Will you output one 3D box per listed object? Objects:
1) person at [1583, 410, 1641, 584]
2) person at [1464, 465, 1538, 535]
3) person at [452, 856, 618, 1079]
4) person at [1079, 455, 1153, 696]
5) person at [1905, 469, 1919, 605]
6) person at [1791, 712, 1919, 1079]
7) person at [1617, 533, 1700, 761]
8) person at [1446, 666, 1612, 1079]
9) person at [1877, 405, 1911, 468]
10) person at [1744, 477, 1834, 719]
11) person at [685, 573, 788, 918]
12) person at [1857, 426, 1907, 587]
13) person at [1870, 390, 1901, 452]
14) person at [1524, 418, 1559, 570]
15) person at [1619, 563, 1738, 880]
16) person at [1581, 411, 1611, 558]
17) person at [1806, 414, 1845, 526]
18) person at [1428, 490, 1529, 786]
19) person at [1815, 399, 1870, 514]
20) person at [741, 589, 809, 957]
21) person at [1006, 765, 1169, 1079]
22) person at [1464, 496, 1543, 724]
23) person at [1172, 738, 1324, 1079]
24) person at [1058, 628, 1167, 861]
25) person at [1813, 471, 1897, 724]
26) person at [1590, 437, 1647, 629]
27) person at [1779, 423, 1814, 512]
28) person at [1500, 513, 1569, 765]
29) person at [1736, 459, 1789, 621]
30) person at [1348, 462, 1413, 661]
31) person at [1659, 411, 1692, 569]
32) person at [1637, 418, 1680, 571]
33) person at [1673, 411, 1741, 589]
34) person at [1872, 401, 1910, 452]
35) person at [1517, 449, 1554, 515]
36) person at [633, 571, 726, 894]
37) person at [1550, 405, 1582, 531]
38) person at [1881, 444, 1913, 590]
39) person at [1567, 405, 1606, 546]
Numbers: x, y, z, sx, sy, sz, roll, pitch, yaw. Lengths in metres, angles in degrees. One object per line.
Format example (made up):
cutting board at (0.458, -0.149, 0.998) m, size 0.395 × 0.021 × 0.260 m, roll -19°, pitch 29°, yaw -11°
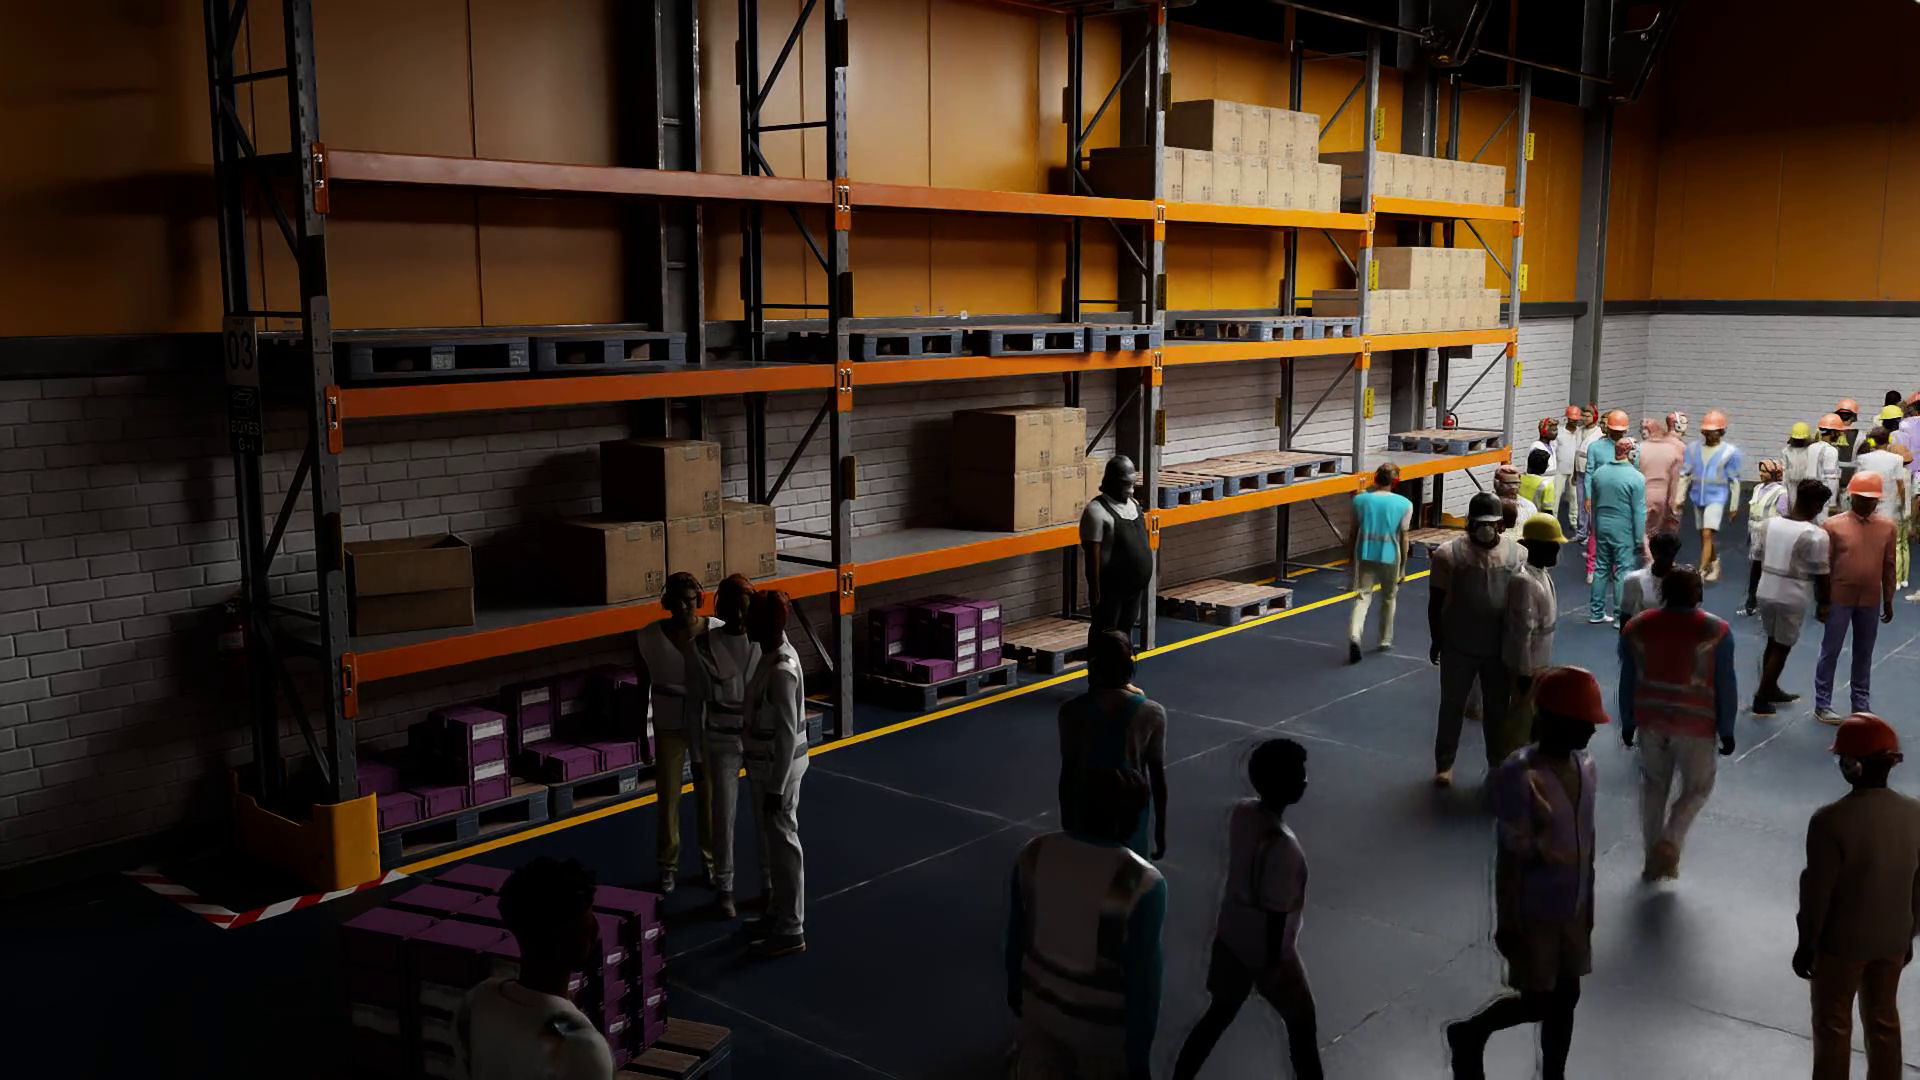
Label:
person at (7.376, -0.477, 18.831) m, size 0.609 × 1.986 × 0.390 m, roll 2°, pitch 9°, yaw 10°
person at (4.577, 0.308, 14.046) m, size 0.641 × 1.902 × 0.400 m, roll -1°, pitch 9°, yaw -8°
person at (-1.055, 1.779, 4.341) m, size 0.600 × 1.967 × 0.368 m, roll 8°, pitch 12°, yaw 42°
person at (1.307, 0.319, 13.520) m, size 0.536 × 2.000 × 0.688 m, roll 7°, pitch 12°, yaw 40°
person at (10.225, -0.149, 17.312) m, size 0.526 × 1.808 × 0.848 m, roll -1°, pitch 9°, yaw -6°
person at (3.536, 1.543, 6.583) m, size 0.568 × 1.744 × 0.353 m, roll -2°, pitch 9°, yaw -15°
person at (4.991, 0.766, 11.877) m, size 0.539 × 1.638 × 0.905 m, roll 2°, pitch 9°, yaw 15°
person at (2.330, 1.434, 6.692) m, size 0.572 × 1.923 × 0.604 m, roll -6°, pitch 10°, yaw -33°
person at (11.484, -0.708, 20.561) m, size 0.591 × 1.915 × 0.400 m, roll -7°, pitch 11°, yaw -38°
person at (6.530, 0.455, 13.030) m, size 0.691 × 1.921 × 0.667 m, roll -3°, pitch 9°, yaw -21°
person at (-1.188, 1.104, 8.991) m, size 0.585 × 1.878 × 0.363 m, roll -3°, pitch 9°, yaw -20°
person at (10.203, -0.344, 18.498) m, size 0.658 × 1.828 × 0.574 m, roll -7°, pitch 11°, yaw -36°
person at (12.971, -1.125, 23.218) m, size 0.591 × 1.922 × 0.392 m, roll -1°, pitch 9°, yaw -5°
person at (6.849, -0.534, 19.689) m, size 0.387 × 1.836 × 0.564 m, roll 6°, pitch 11°, yaw 33°
person at (4.058, 1.050, 9.467) m, size 0.657 × 1.834 × 0.539 m, roll 9°, pitch 12°, yaw 44°
person at (7.951, -0.657, 20.442) m, size 0.343 × 1.847 × 0.506 m, roll -3°, pitch 9°, yaw -16°
person at (9.877, -0.477, 19.026) m, size 0.387 × 1.929 × 0.545 m, roll 0°, pitch 9°, yaw 3°
person at (3.521, 0.673, 11.240) m, size 0.686 × 2.000 × 0.537 m, roll 1°, pitch 9°, yaw 9°
person at (10.607, -0.687, 20.059) m, size 0.612 × 2.031 × 0.403 m, roll 5°, pitch 10°, yaw 28°
person at (-0.951, 1.177, 8.492) m, size 0.355 × 1.883 × 0.574 m, roll -2°, pitch 9°, yaw -10°
person at (0.418, 1.650, 5.800) m, size 0.729 × 1.781 × 0.983 m, roll 7°, pitch 11°, yaw 38°
person at (4.170, 0.571, 12.693) m, size 0.625 × 1.812 × 0.908 m, roll -2°, pitch 9°, yaw -10°
person at (1.190, 1.585, 6.605) m, size 0.864 × 1.652 × 0.536 m, roll -2°, pitch 9°, yaw -15°
person at (0.706, 1.320, 7.720) m, size 0.506 × 1.838 × 0.333 m, roll 1°, pitch 9°, yaw 9°
person at (6.918, 0.450, 12.860) m, size 0.614 × 1.987 × 0.408 m, roll 0°, pitch 9°, yaw 0°
person at (6.547, -0.072, 16.499) m, size 0.399 × 1.902 × 0.643 m, roll -4°, pitch 10°, yaw -25°
person at (10.354, -0.598, 20.524) m, size 0.807 × 1.683 × 0.502 m, roll -8°, pitch 12°, yaw -42°
person at (3.764, 0.776, 10.939) m, size 0.381 × 1.925 × 0.593 m, roll 5°, pitch 10°, yaw 28°
person at (8.189, -0.005, 16.900) m, size 0.307 × 1.641 × 0.514 m, roll -2°, pitch 9°, yaw -10°
person at (3.795, 0.196, 15.147) m, size 0.585 × 1.812 × 0.909 m, roll 5°, pitch 10°, yaw 28°
person at (8.403, -0.557, 19.591) m, size 0.407 × 1.913 × 0.641 m, roll 0°, pitch 9°, yaw 3°
person at (7.936, -0.464, 19.103) m, size 0.651 × 1.882 × 0.698 m, roll -1°, pitch 9°, yaw -9°
person at (8.453, -0.461, 18.722) m, size 1.026 × 2.003 × 0.614 m, roll -7°, pitch 11°, yaw -38°
person at (12.200, -0.870, 21.713) m, size 1.025 × 1.871 × 0.650 m, roll -6°, pitch 10°, yaw -32°
person at (6.012, -0.117, 17.476) m, size 0.320 × 1.687 × 0.539 m, roll -5°, pitch 10°, yaw -29°
person at (-1.536, 1.070, 9.353) m, size 0.568 × 1.838 × 0.384 m, roll -2°, pitch 9°, yaw -14°
person at (8.367, -0.978, 22.852) m, size 0.572 × 1.743 × 0.350 m, roll 1°, pitch 9°, yaw 4°
person at (10.464, -0.258, 18.590) m, size 0.497 × 1.625 × 0.288 m, roll -8°, pitch 12°, yaw -42°
person at (8.220, -0.847, 21.709) m, size 0.394 × 1.836 × 0.559 m, roll -3°, pitch 9°, yaw -17°
